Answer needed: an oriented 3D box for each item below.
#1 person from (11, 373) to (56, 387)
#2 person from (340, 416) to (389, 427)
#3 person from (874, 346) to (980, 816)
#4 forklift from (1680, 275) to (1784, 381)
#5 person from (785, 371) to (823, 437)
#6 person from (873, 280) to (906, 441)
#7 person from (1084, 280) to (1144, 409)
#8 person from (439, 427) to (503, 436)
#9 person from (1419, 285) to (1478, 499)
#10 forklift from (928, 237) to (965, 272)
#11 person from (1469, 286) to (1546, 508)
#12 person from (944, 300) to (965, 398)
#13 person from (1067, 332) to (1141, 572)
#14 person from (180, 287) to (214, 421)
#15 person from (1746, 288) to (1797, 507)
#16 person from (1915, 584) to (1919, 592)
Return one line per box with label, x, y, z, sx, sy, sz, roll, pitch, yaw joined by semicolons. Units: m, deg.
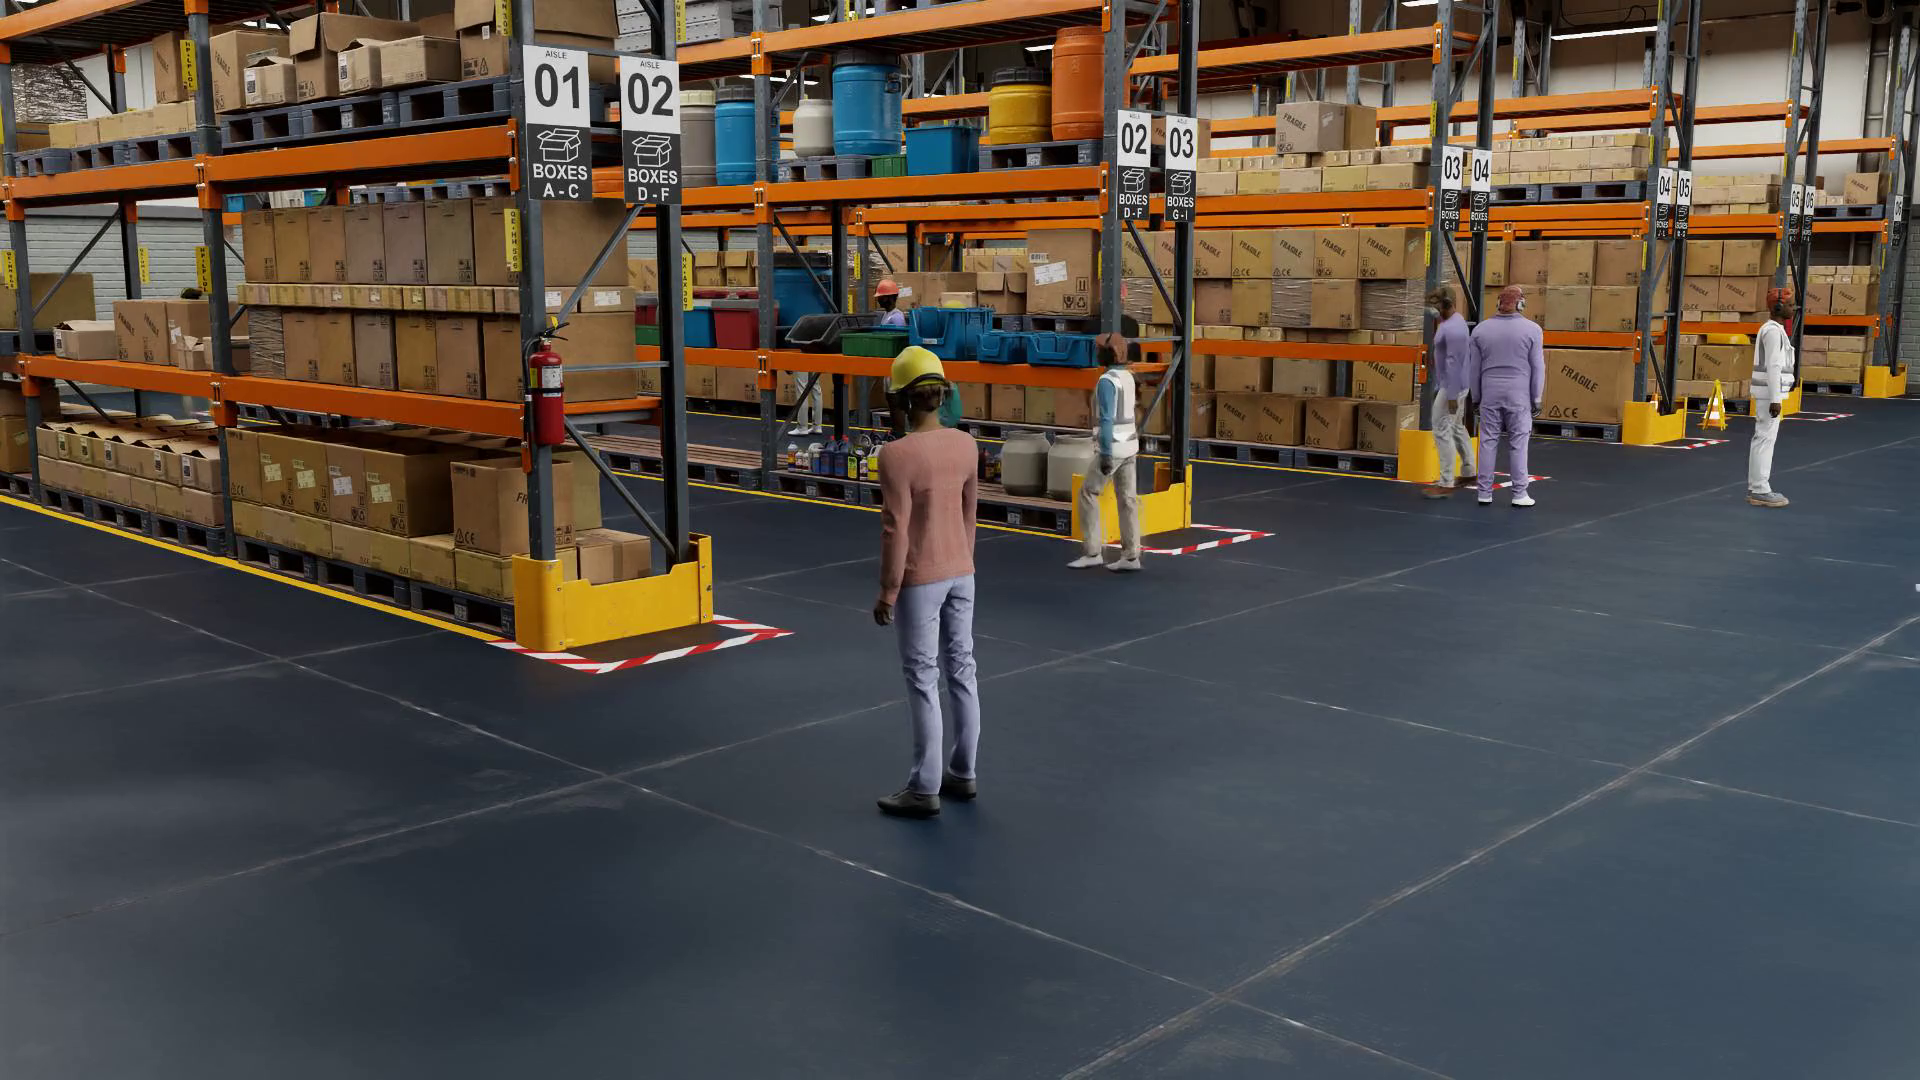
person;-11.014;-2.147;19.770;0.876;1.969;0.608;8;12;39
person;-5.866;-1.485;16.245;0.907;1.788;0.605;7;12;39
person;-0.134;0.155;6.286;0.329;1.764;0.524;8;12;40
forklift;12.480;-3.427;27.053;1.214;2.155;2.313;9;13;43
person;-1.907;-2.245;20.488;0.361;1.930;0.587;8;12;42
person;-0.803;-2.001;19.014;0.382;1.930;0.540;-2;9;-12
person;1.379;-1.461;15.544;0.613;1.975;0.801;-6;11;-33
person;-3.911;-1.002;13.258;0.598;1.812;0.749;-9;13;-44
person;4.493;-1.350;15.117;0.559;1.902;0.829;2;10;15
forklift;-0.326;-5.817;39.609;1.129;2.768;1.873;9;13;43
person;4.746;-1.241;14.423;0.638;1.903;0.408;6;11;34
person;-0.173;-1.653;17.471;0.593;1.726;0.539;2;10;14
person;0.969;-0.588;11.250;0.607;1.616;0.551;5;10;26
person;-9.388;-2.197;20.502;0.936;1.838;0.530;8;12;41
person;7.099;-1.250;14.532;0.356;1.883;0.574;3;10;20
person;6.051;-0.378;9.993;0.528;1.600;0.739;-5;11;-29
